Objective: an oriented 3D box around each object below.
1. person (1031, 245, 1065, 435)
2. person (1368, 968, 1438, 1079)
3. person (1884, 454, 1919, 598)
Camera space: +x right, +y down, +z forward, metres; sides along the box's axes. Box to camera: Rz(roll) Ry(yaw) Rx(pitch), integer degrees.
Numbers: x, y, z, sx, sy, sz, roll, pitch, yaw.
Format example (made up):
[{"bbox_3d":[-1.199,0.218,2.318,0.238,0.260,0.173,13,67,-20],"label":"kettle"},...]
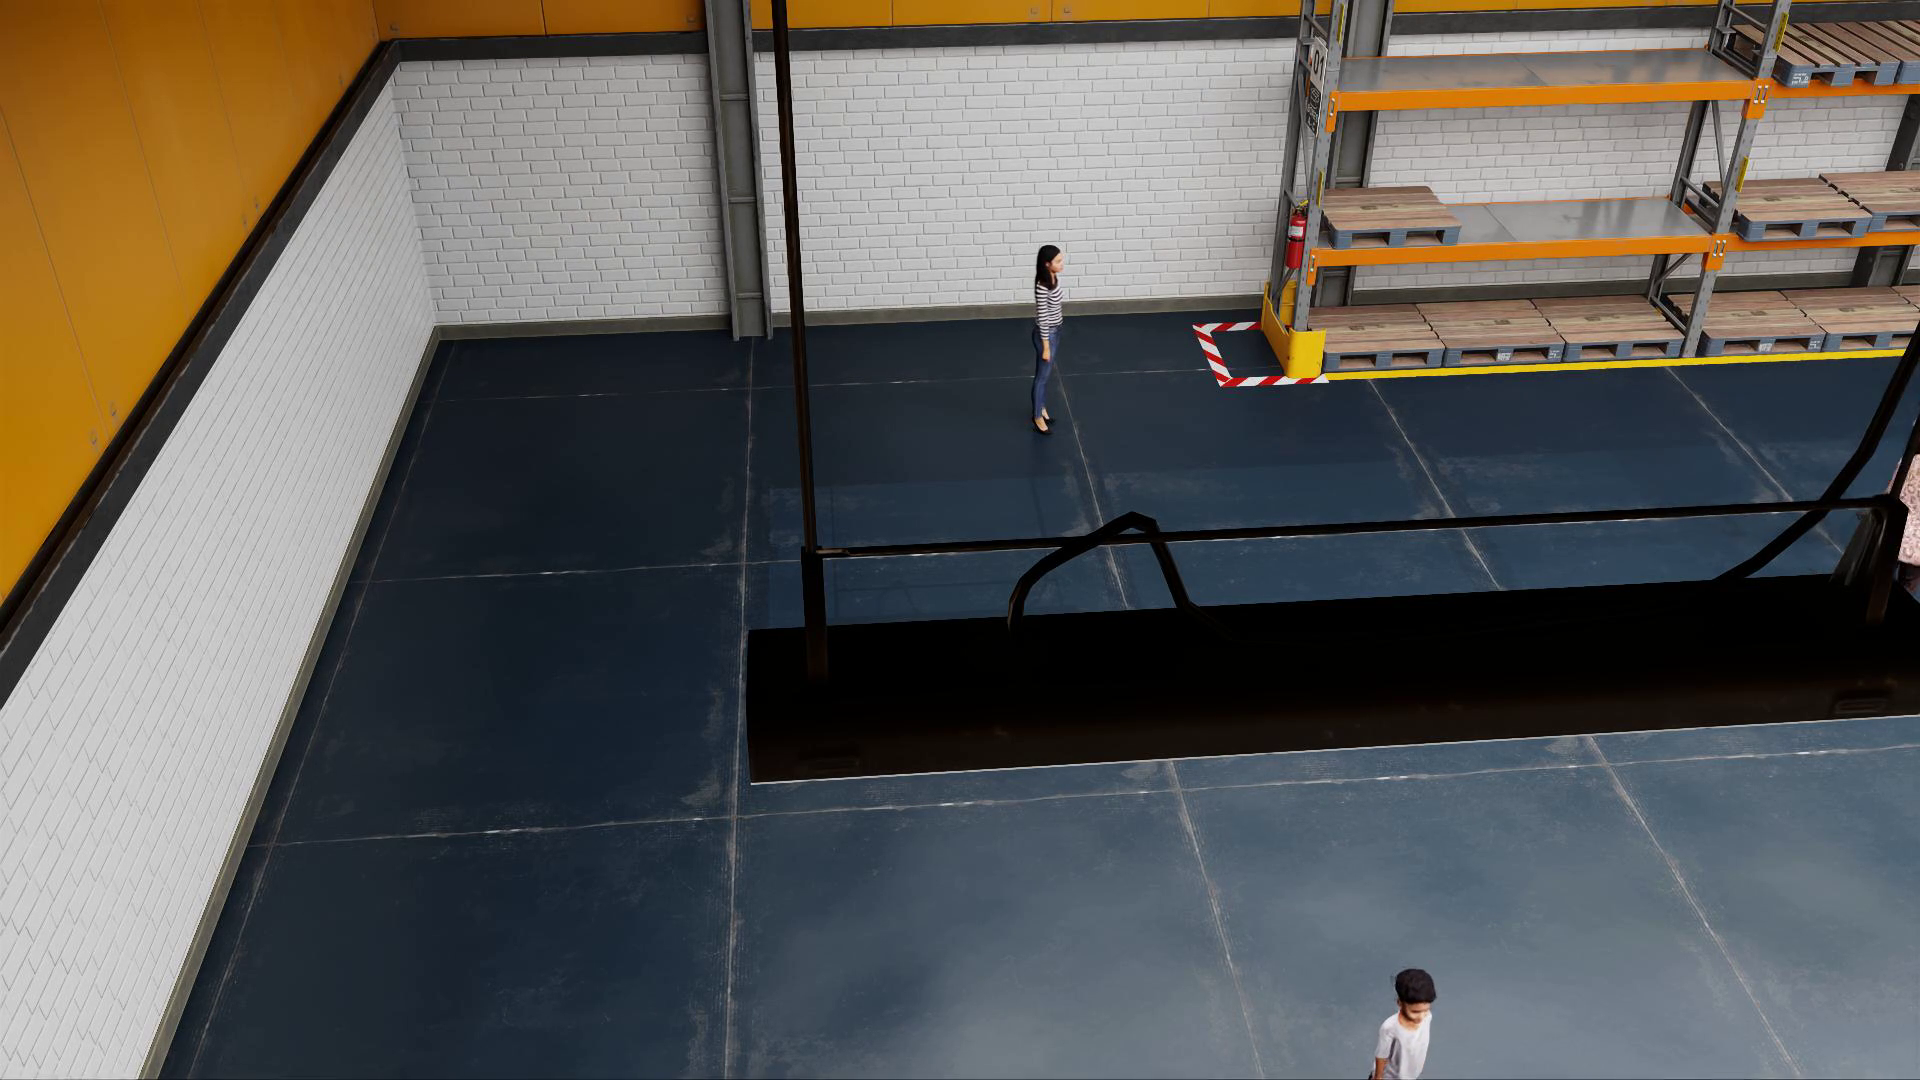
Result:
[{"bbox_3d":[0.774,-1.806,14.929,0.583,1.797,0.631,8,34,11],"label":"person"},{"bbox_3d":[2.275,2.699,8.639,0.513,1.257,0.615,-16,37,-22],"label":"person"},{"bbox_3d":[6.884,0.031,12.183,1.100,1.778,0.967,-17,37,-24],"label":"person"}]
